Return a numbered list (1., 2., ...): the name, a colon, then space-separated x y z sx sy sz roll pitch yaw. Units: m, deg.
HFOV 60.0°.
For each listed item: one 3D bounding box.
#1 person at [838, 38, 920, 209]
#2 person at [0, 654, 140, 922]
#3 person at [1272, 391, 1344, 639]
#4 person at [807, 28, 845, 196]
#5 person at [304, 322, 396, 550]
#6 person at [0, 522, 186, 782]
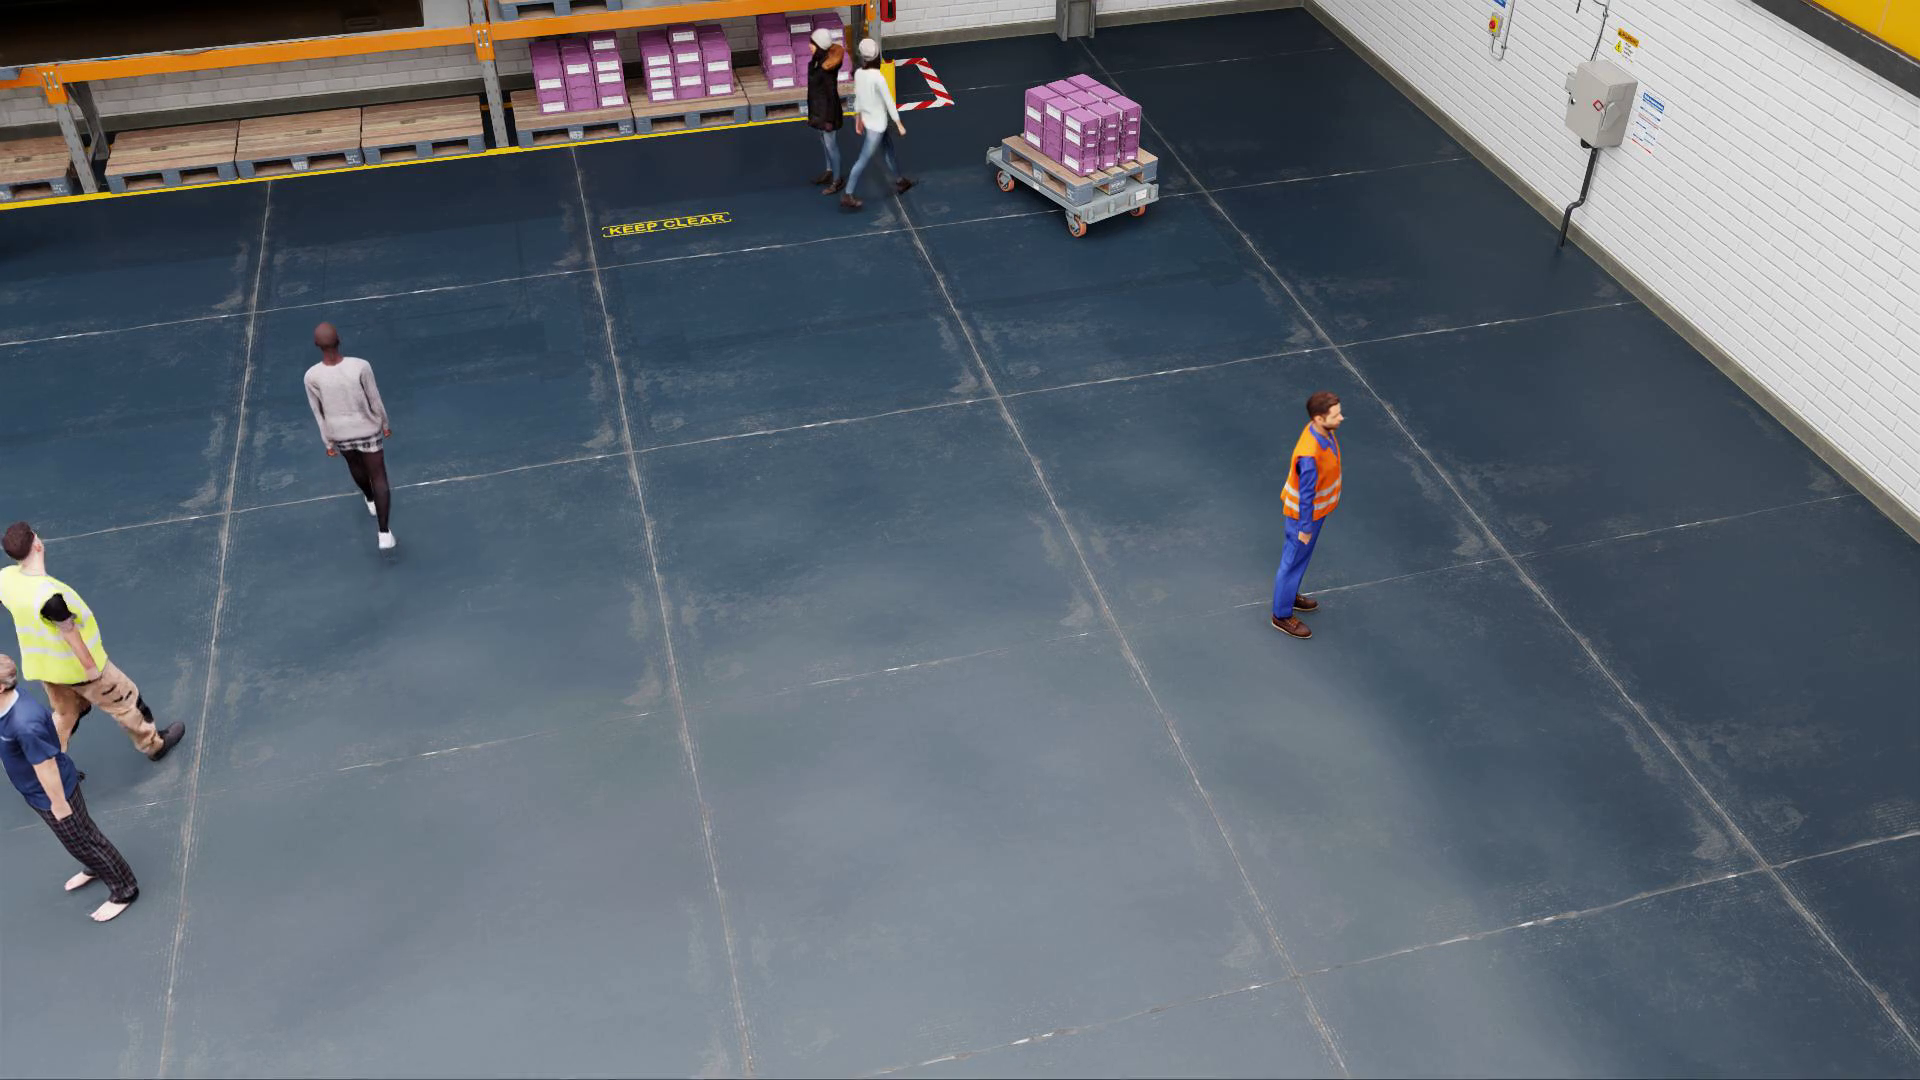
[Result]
1. person: -0.883 -3.907 15.809 1.195 1.594 0.826 -21 43 -24
2. person: -4.954 1.315 9.050 0.733 1.868 0.739 29 47 31
3. person: 2.283 -0.198 10.947 0.802 1.864 0.784 12 40 14
4. person: -1.292 -4.150 16.081 0.615 1.634 0.645 -13 40 -16
5. person: -4.235 -0.706 11.684 1.044 1.739 0.675 -9 39 -11
6. person: -5.322 0.724 9.841 1.145 1.805 1.193 23 44 26
